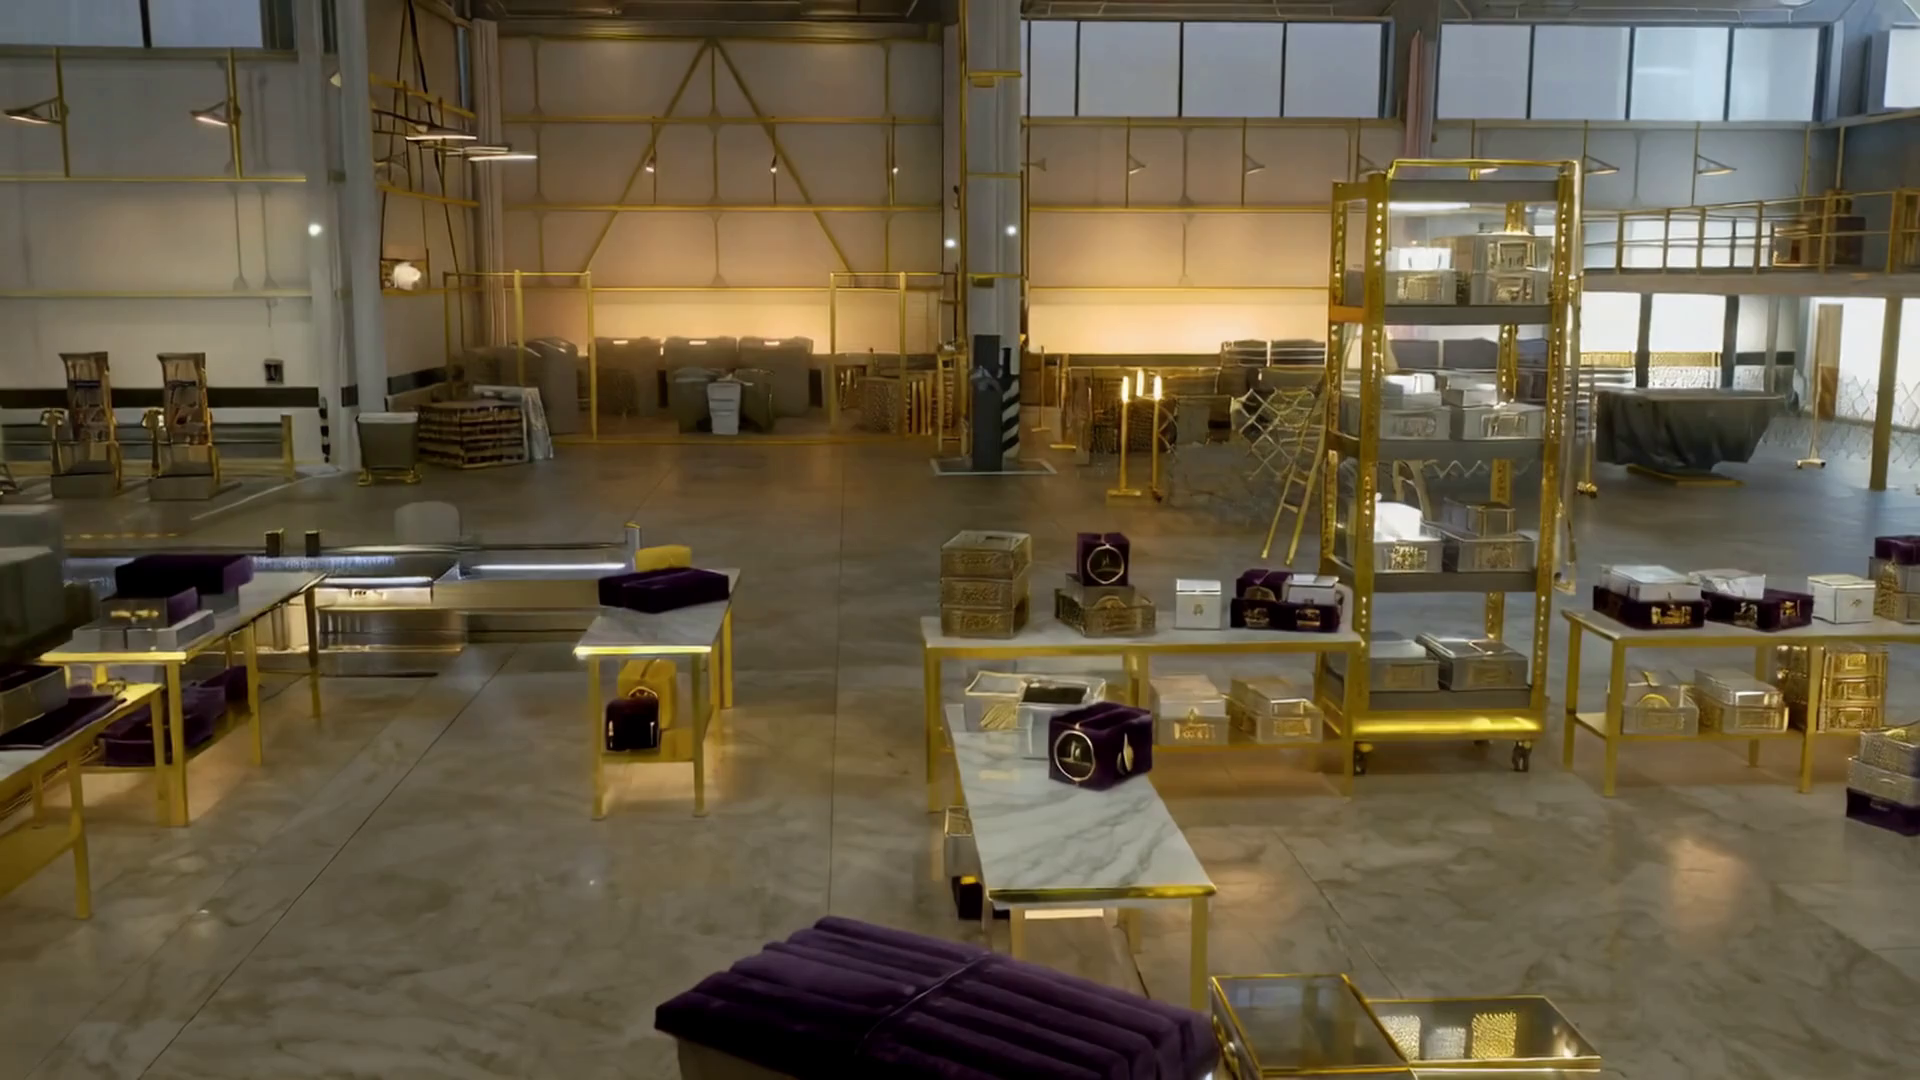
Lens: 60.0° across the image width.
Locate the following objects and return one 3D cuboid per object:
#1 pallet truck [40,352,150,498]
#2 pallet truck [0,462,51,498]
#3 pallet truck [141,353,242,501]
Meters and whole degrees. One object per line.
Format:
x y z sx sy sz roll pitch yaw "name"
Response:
-11.907 -1.642 23.165 0.823 1.965 1.885 0 9 0 "pallet truck"
-13.193 -1.293 23.148 0.653 1.274 1.630 -1 9 -4 "pallet truck"
-10.520 -1.604 22.925 0.823 1.965 1.885 -1 9 -6 "pallet truck"
